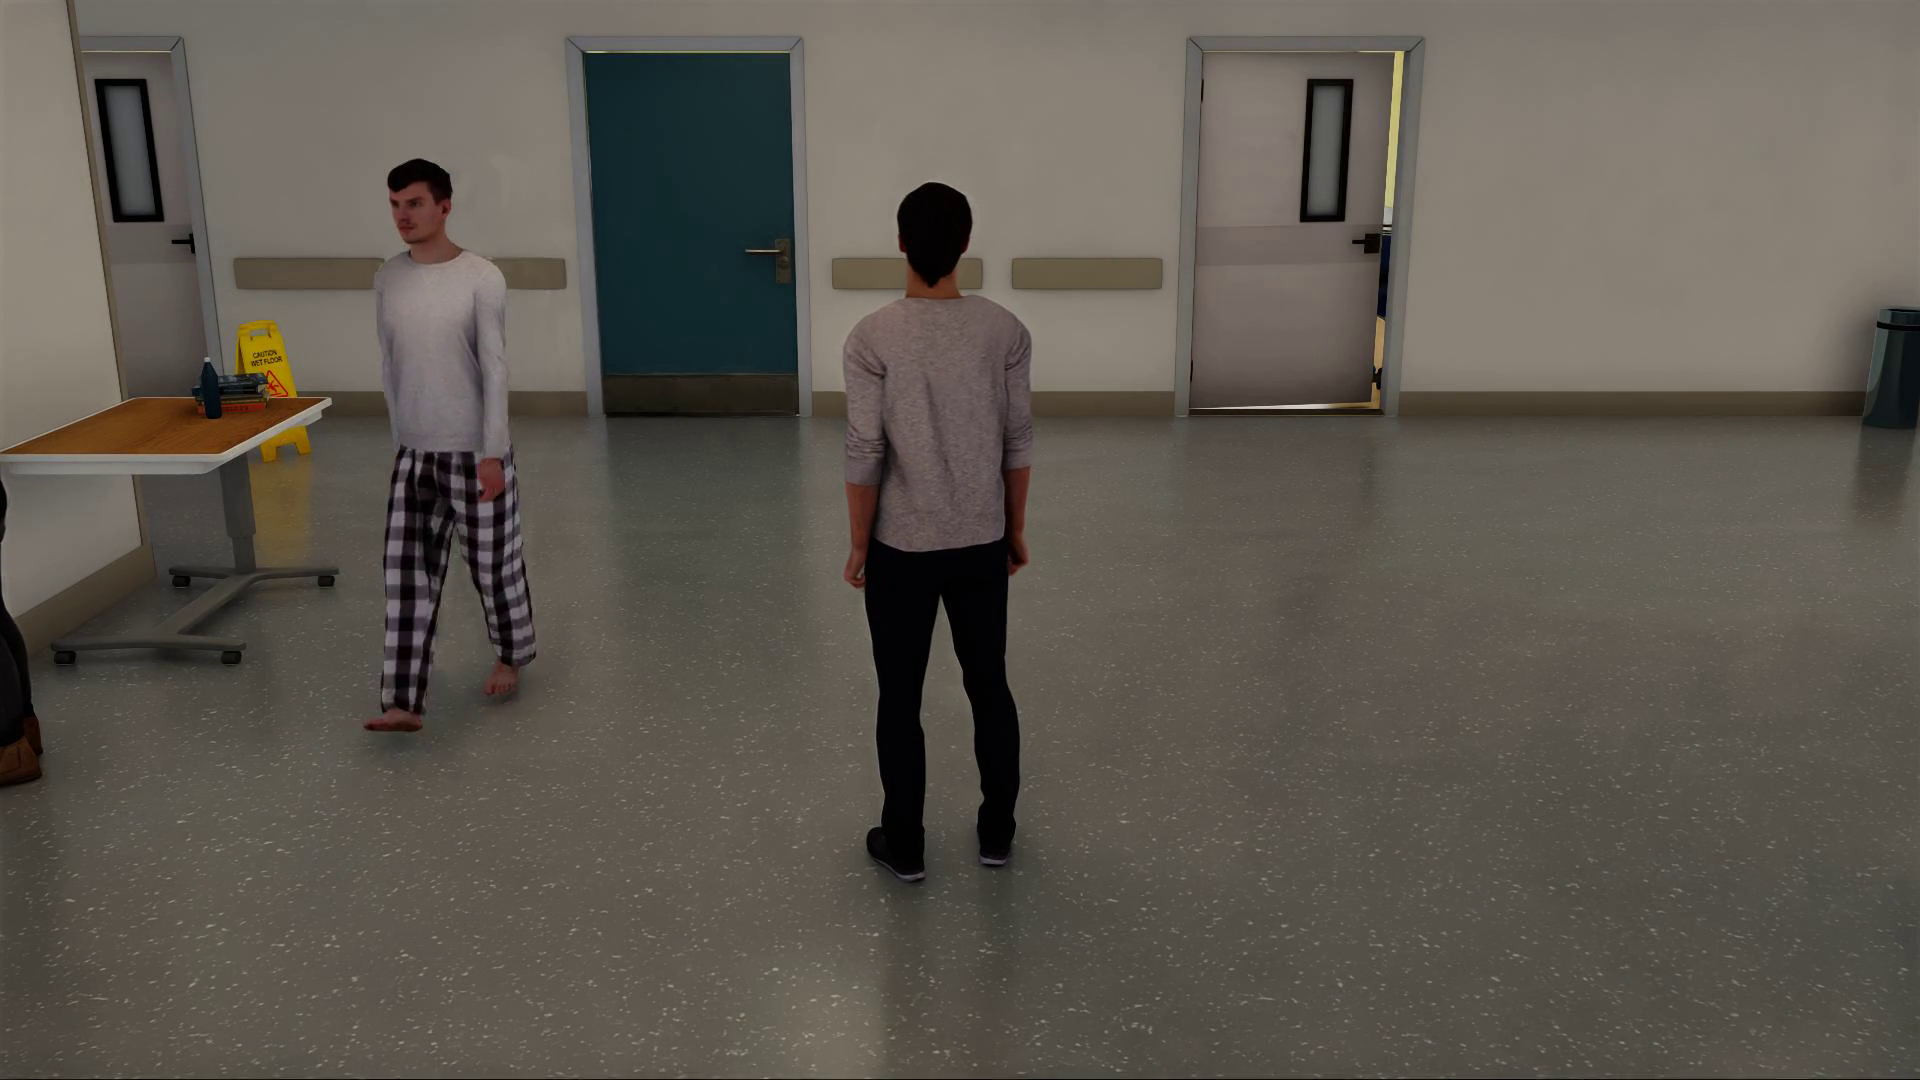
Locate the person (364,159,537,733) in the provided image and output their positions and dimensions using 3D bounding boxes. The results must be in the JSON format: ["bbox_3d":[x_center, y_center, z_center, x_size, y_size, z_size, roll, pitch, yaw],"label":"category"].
[{"bbox_3d":[-1.626,-0.304,5.497,1.108,1.808,0.842,3,16,9],"label":"person"}]

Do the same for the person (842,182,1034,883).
[{"bbox_3d":[-0.054,-0.003,4.364,0.585,1.843,0.778,-5,16,-16],"label":"person"}]
